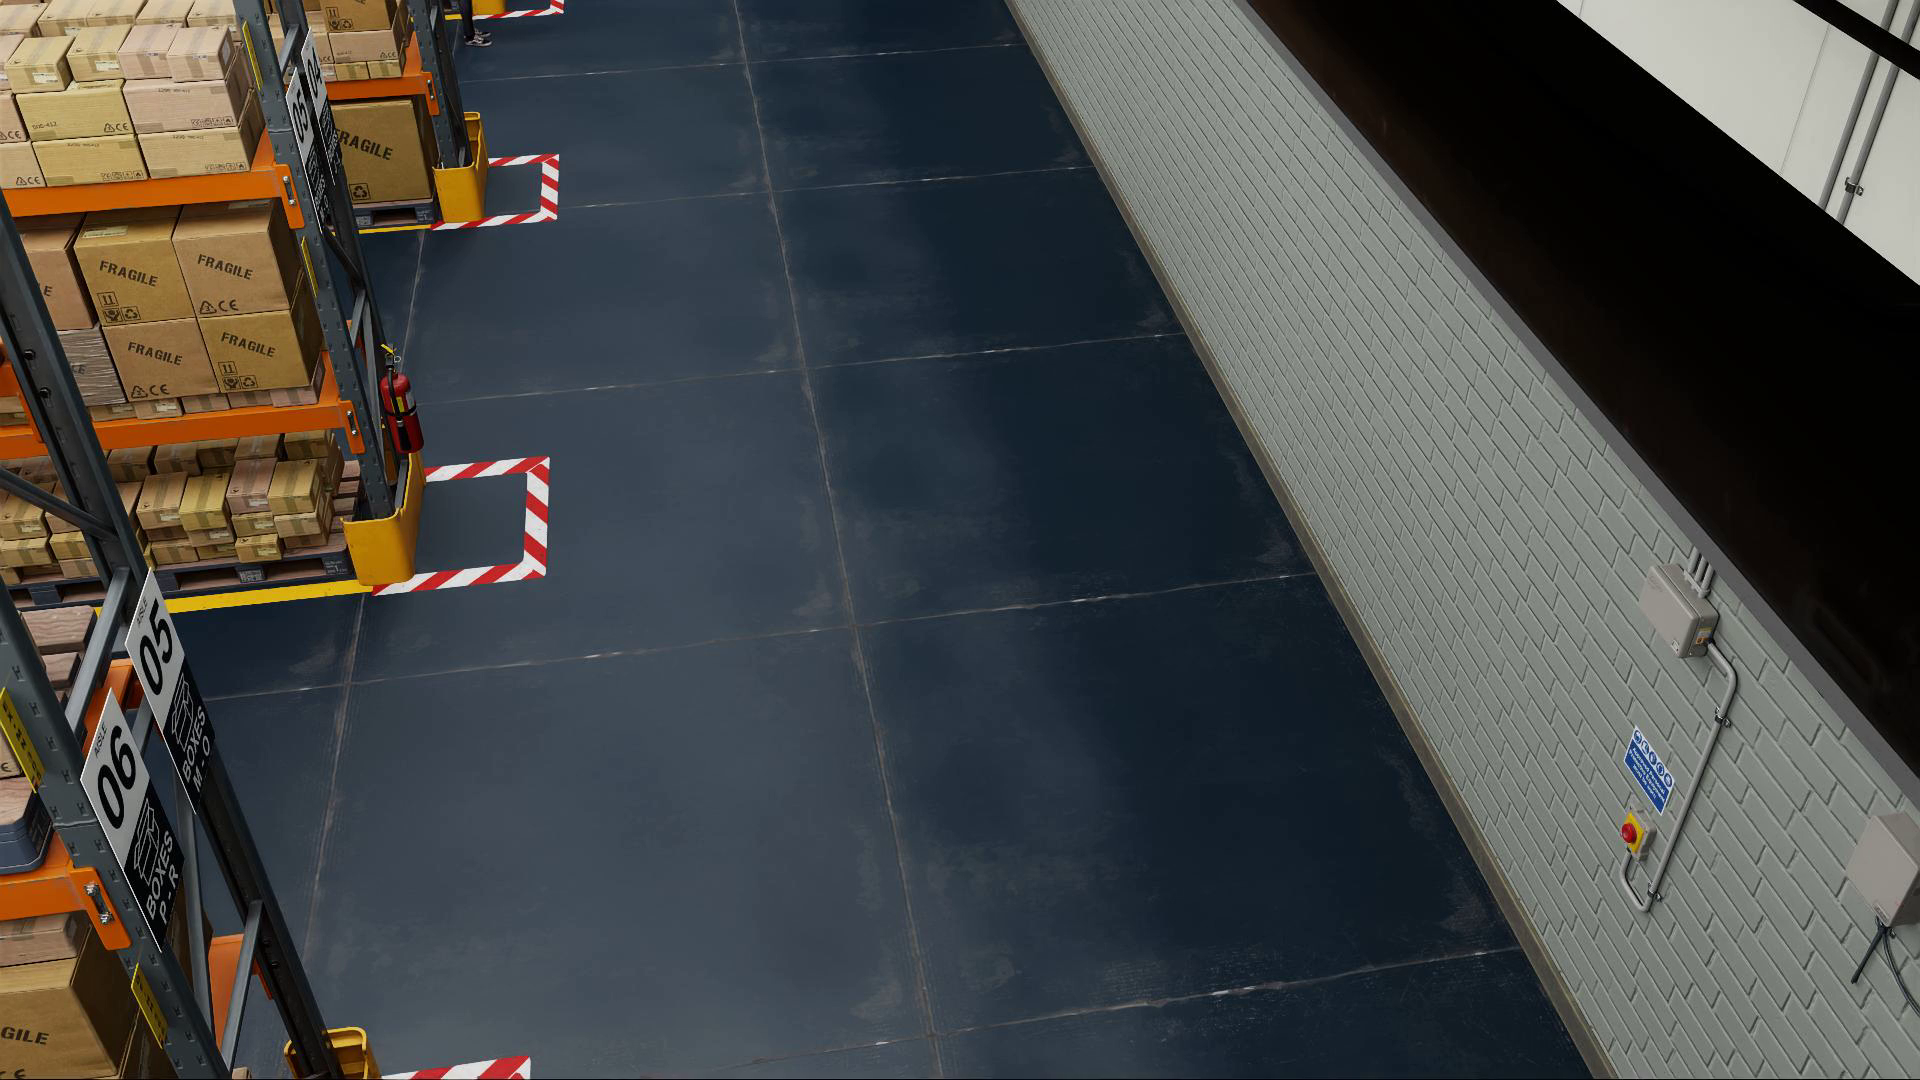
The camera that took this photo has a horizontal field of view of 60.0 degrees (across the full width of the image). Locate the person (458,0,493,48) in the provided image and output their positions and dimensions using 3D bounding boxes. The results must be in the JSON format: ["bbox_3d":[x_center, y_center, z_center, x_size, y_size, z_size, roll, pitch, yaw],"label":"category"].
[{"bbox_3d":[-5.151,-6.033,17.096,0.544,1.836,0.640,-9,39,-11],"label":"person"}]
